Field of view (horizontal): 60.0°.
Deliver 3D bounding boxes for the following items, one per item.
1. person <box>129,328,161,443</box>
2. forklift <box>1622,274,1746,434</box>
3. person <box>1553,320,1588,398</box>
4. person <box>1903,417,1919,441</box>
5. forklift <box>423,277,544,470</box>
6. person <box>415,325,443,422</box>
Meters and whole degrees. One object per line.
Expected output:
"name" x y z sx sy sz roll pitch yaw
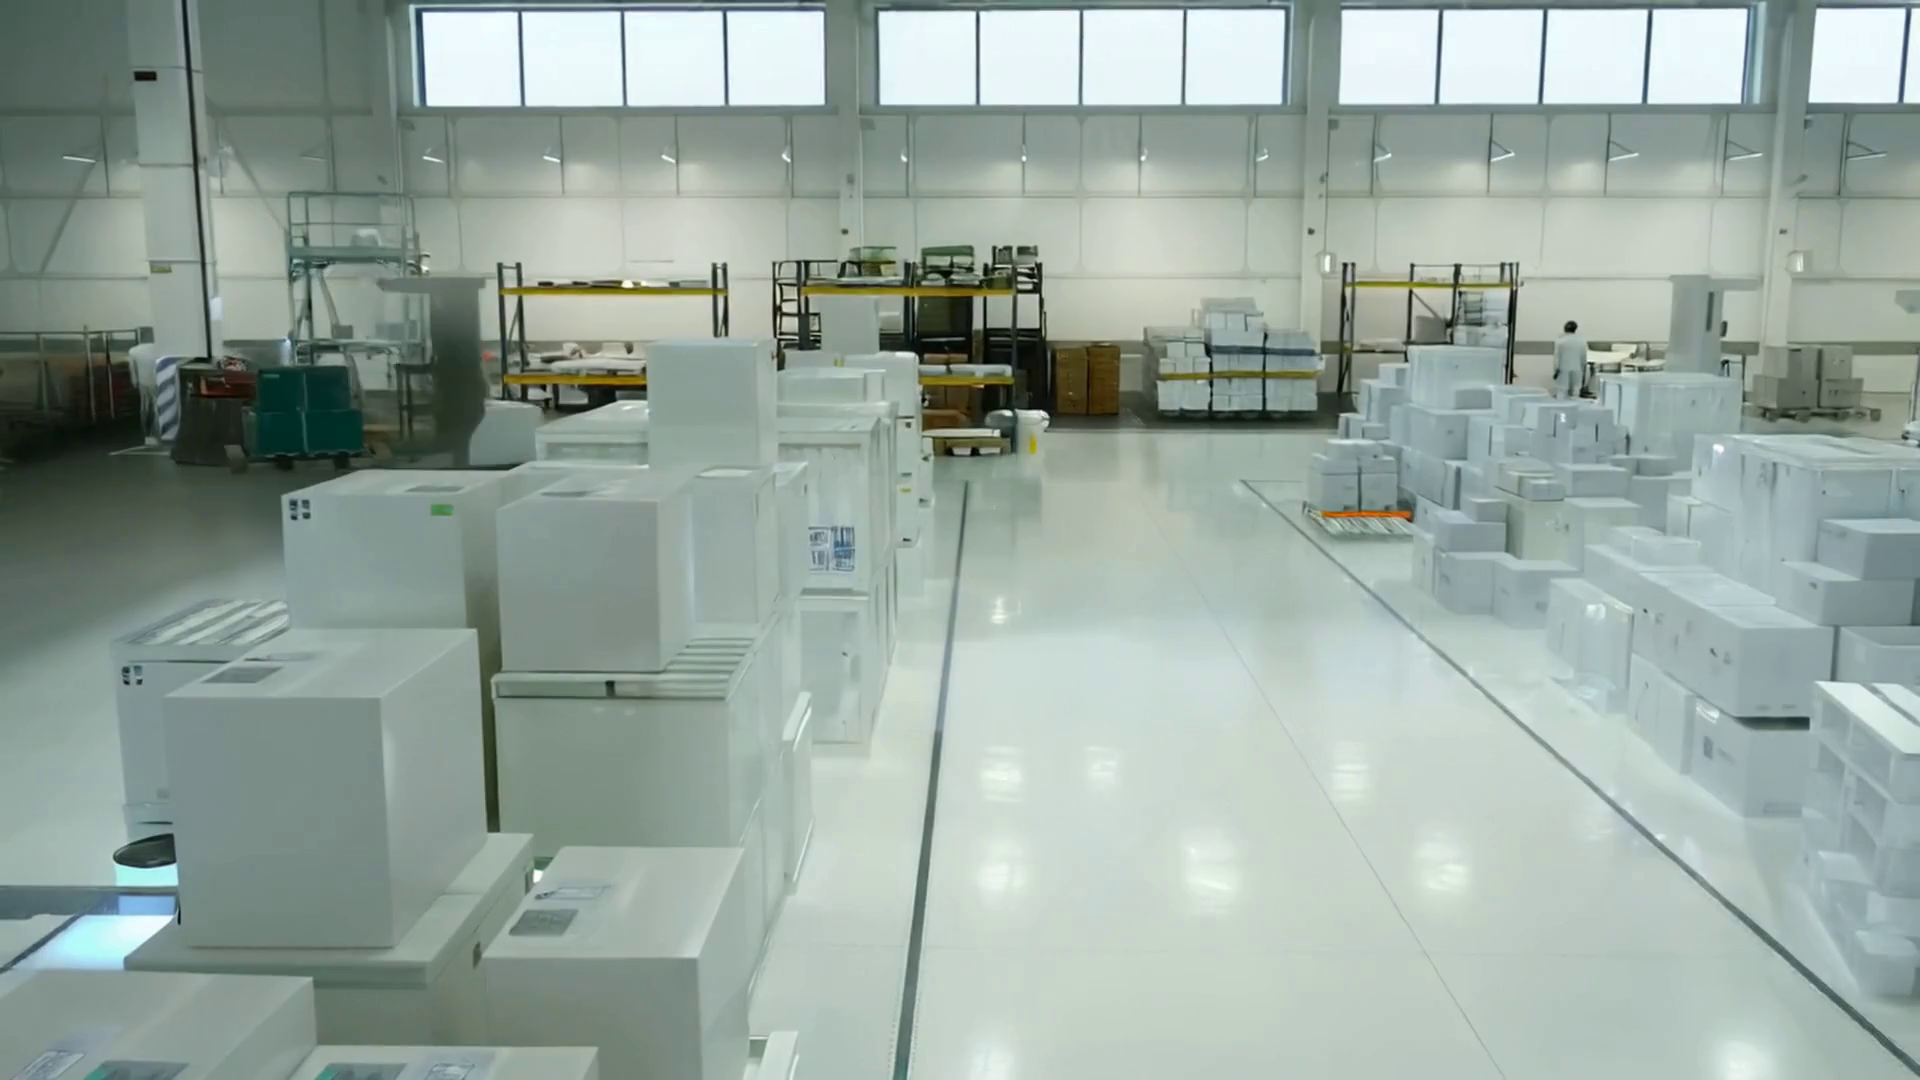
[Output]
"person" -13.653 -2.607 28.065 0.629 1.939 0.372 0 9 3
"forklift" 12.746 -3.275 29.254 1.873 2.768 1.129 0 9 1
"person" 11.625 -3.218 31.742 0.629 1.935 0.372 0 9 3
"person" 8.870 -0.483 15.196 0.612 1.987 0.399 0 9 3
"forklift" -6.712 -2.176 22.670 1.873 2.768 1.129 -5 11 -25
"person" -9.944 -3.174 31.605 1.011 1.882 0.566 -4 10 -21
